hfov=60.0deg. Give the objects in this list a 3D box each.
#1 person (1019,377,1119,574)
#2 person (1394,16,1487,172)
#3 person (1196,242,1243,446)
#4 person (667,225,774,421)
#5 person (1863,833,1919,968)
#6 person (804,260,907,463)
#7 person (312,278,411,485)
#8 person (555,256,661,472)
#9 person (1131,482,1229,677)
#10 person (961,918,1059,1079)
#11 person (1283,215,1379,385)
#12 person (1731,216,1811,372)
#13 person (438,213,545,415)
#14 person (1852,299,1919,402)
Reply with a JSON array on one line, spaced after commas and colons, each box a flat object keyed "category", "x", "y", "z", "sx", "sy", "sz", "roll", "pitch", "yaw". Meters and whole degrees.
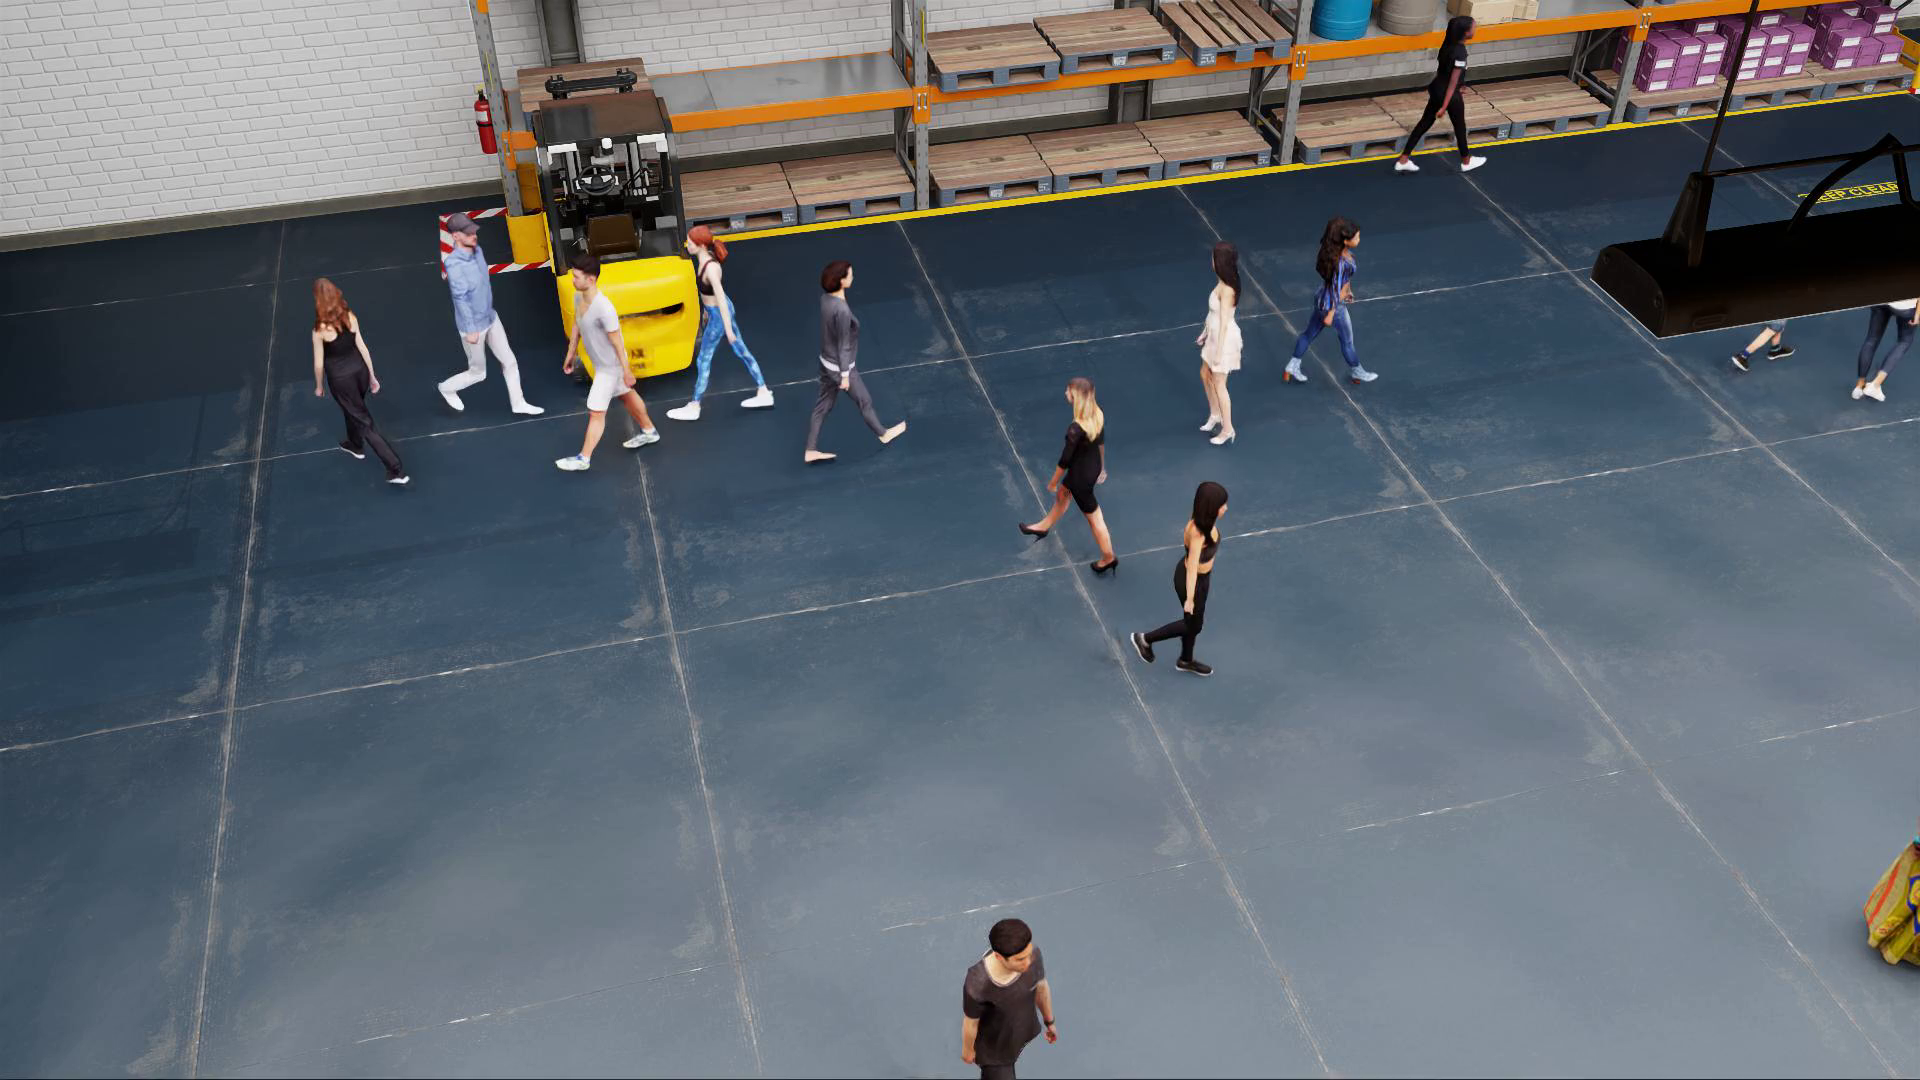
[{"category": "person", "x": 0.965, "y": -0.402, "z": 11.956, "sx": 1.094, "sy": 1.632, "sz": 0.986, "roll": 17, "pitch": 42, "yaw": 21}, {"category": "person", "x": 4.900, "y": -4.526, "z": 17.082, "sx": 1.193, "sy": 1.678, "sz": 0.667, "roll": -8, "pitch": 39, "yaw": -9}, {"category": "person", "x": 2.150, "y": -1.570, "z": 13.367, "sx": 0.678, "sy": 1.695, "sz": 0.683, "roll": -5, "pitch": 39, "yaw": -6}, {"category": "person", "x": -1.890, "y": -1.766, "z": 13.593, "sx": 1.129, "sy": 1.730, "sz": 0.617, "roll": -6, "pitch": 39, "yaw": -7}, {"category": "person", "x": 5.560, "y": 1.760, "z": 9.235, "sx": 0.991, "sy": 1.658, "sz": 1.020, "roll": 25, "pitch": 45, "yaw": 28}, {"category": "person", "x": -1.039, "y": -1.346, "z": 13.066, "sx": 1.165, "sy": 1.721, "sz": 0.816, "roll": -18, "pitch": 42, "yaw": -21}, {"category": "person", "x": -4.658, "y": -1.175, "z": 12.865, "sx": 1.110, "sy": 1.705, "sz": 1.064, "roll": 21, "pitch": 43, "yaw": 24}, {"category": "person", "x": -2.692, "y": -1.436, "z": 13.110, "sx": 1.242, "sy": 1.806, "sz": 0.921, "roll": -22, "pitch": 43, "yaw": -25}, {"category": "person", "x": 1.479, "y": 0.257, "z": 11.131, "sx": 0.908, "sy": 1.631, "sz": 0.784, "roll": 10, "pitch": 40, "yaw": 12}, {"category": "person", "x": 0.166, "y": 2.413, "z": 8.382, "sx": 0.920, "sy": 1.691, "sz": 0.916, "roll": 31, "pitch": 48, "yaw": 33}, {"category": "person", "x": 3.037, "y": -1.969, "z": 13.961, "sx": 1.087, "sy": 1.577, "sz": 0.801, "roll": 1, "pitch": 39, "yaw": 1}, {"category": "person", "x": 7.008, "y": -2.082, "z": 14.226, "sx": 0.960, "sy": 1.423, "sz": 0.576, "roll": -12, "pitch": 40, "yaw": -15}, {"category": "person", "x": -3.989, "y": -1.787, "z": 13.510, "sx": 1.199, "sy": 1.856, "sz": 1.012, "roll": 10, "pitch": 40, "yaw": 12}, {"category": "person", "x": 7.671, "y": -1.927, "z": 13.732, "sx": 0.747, "sy": 1.797, "sz": 0.700, "roll": -24, "pitch": 44, "yaw": -27}]
